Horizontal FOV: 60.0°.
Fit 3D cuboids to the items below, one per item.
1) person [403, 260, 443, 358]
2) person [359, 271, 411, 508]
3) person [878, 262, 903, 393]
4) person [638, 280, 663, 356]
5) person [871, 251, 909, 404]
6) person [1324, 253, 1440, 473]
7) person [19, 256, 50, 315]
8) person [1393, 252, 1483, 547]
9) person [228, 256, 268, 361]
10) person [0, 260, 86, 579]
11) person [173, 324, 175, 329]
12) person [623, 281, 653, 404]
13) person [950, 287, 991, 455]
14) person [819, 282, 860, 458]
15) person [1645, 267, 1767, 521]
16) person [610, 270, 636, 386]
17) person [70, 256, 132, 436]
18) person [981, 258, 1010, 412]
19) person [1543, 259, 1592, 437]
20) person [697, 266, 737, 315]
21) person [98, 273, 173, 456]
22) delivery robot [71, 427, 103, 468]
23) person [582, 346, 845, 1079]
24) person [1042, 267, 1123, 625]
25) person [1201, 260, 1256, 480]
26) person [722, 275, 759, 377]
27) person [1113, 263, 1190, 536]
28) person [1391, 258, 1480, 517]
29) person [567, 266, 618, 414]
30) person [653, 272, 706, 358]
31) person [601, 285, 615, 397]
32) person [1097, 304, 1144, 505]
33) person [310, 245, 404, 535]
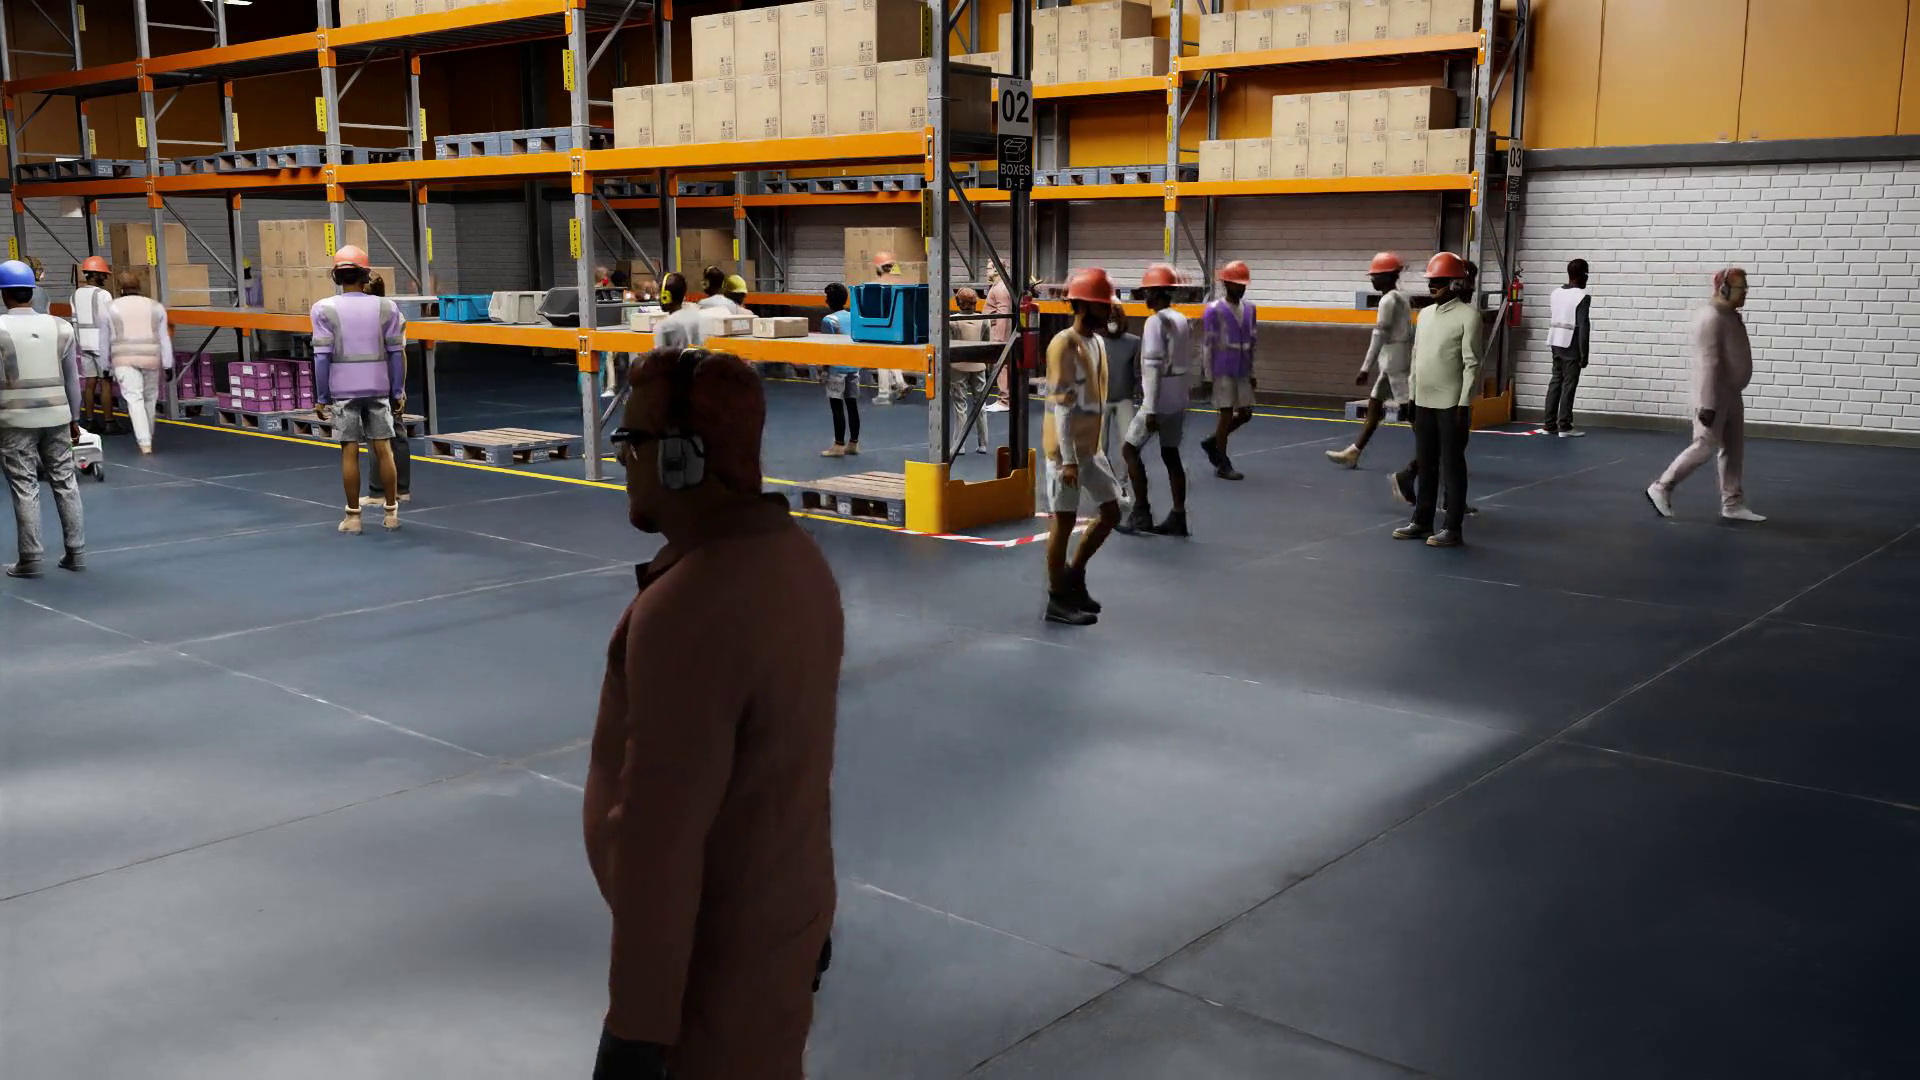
[{"bbox_3d":[-8.784,-3.687,27.161,0.597,1.898,0.730,-8,13,-40],"label":"person"},{"bbox_3d":[-4.554,-1.173,13.014,0.345,1.847,0.504,7,12,33],"label":"person"},{"bbox_3d":[-0.977,-2.977,23.359,0.403,1.827,0.595,3,10,15],"label":"person"},{"bbox_3d":[-3.597,-2.285,19.931,0.524,1.639,0.308,-4,11,-20],"label":"person"},{"bbox_3d":[-0.966,-2.740,21.535,0.441,1.984,0.638,9,13,40],"label":"person"},{"bbox_3d":[3.863,-1.579,14.961,1.060,1.981,0.610,4,11,20],"label":"person"},{"bbox_3d":[-9.939,-2.076,17.892,0.632,1.940,0.372,7,12,34],"label":"person"},{"bbox_3d":[3.284,-0.959,11.372,0.376,1.995,0.612,-5,11,-26],"label":"person"},{"bbox_3d":[-11.334,-3.577,26.563,0.608,1.892,0.507,-4,11,-22],"label":"person"},{"bbox_3d":[-5.726,-0.739,10.251,0.406,1.945,0.613,7,12,33],"label":"person"},{"bbox_3d":[-12.383,-3.399,25.637,0.534,1.864,0.310,0,10,-2],"label":"person"},{"bbox_3d":[-4.026,-2.485,21.150,0.523,1.607,0.378,-3,10,-15],"label":"person"},{"bbox_3d":[0.068,-1.648,16.302,0.515,1.640,0.315,-4,11,-22],"label":"person"},{"bbox_3d":[-1.163,-1.641,16.112,0.319,1.694,0.533,7,12,33],"label":"person"},{"bbox_3d":[5.629,-1.076,12.411,0.702,1.913,0.682,8,13,40],"label":"person"},{"bbox_3d":[-4.991,-3.106,24.445,0.533,1.698,0.318,0,10,2],"label":"person"},{"bbox_3d":[-9.304,-2.088,17.981,0.548,1.931,0.379,4,11,23],"label":"person"},{"bbox_3d":[0.459,-2.537,20.611,0.401,1.906,0.651,1,10,3],"label":"person"},{"bbox_3d":[6.532,-2.055,17.869,0.395,1.913,0.592,-3,10,-16],"label":"person"},{"bbox_3d":[-2.411,-1.710,16.053,0.783,1.842,0.568,8,13,40],"label":"person"},{"bbox_3d":[-8.126,-1.733,16.400,0.629,1.788,0.977,-8,13,-38],"label":"person"},{"bbox_3d":[-7.770,-0.833,14.487,0.707,0.478,0.477,9,14,43],"label":"delivery robot"},{"bbox_3d":[-0.295,0.629,2.668,0.841,1.879,0.645,1,10,4],"label":"person"},{"bbox_3d":[0.647,-0.485,8.897,0.433,1.922,0.566,7,12,33],"label":"person"},{"bbox_3d":[2.338,-1.494,14.632,0.546,1.916,0.576,-6,12,-31],"label":"person"},{"bbox_3d":[-2.184,-1.689,16.182,0.327,1.766,0.533,9,14,42],"label":"person"},{"bbox_3d":[1.343,-0.979,11.708,0.660,1.912,0.565,7,12,34],"label":"person"},{"bbox_3d":[3.668,-1.148,12.588,0.553,1.952,0.608,8,13,40],"label":"person"},{"bbox_3d":[-4.393,-2.370,19.948,0.657,1.805,0.654,-1,10,-6],"label":"person"},{"bbox_3d":[-2.049,-1.017,12.110,0.397,1.851,0.551,6,12,32],"label":"person"},{"bbox_3d":[-4.893,-2.740,22.563,0.538,1.613,0.485,6,12,31],"label":"person"},{"bbox_3d":[1.194,-1.053,12.973,0.544,1.613,0.459,-1,10,-5],"label":"person"},{"bbox_3d":[-4.261,-1.055,11.789,0.615,2.038,0.386,-6,12,-32],"label":"person"}]
